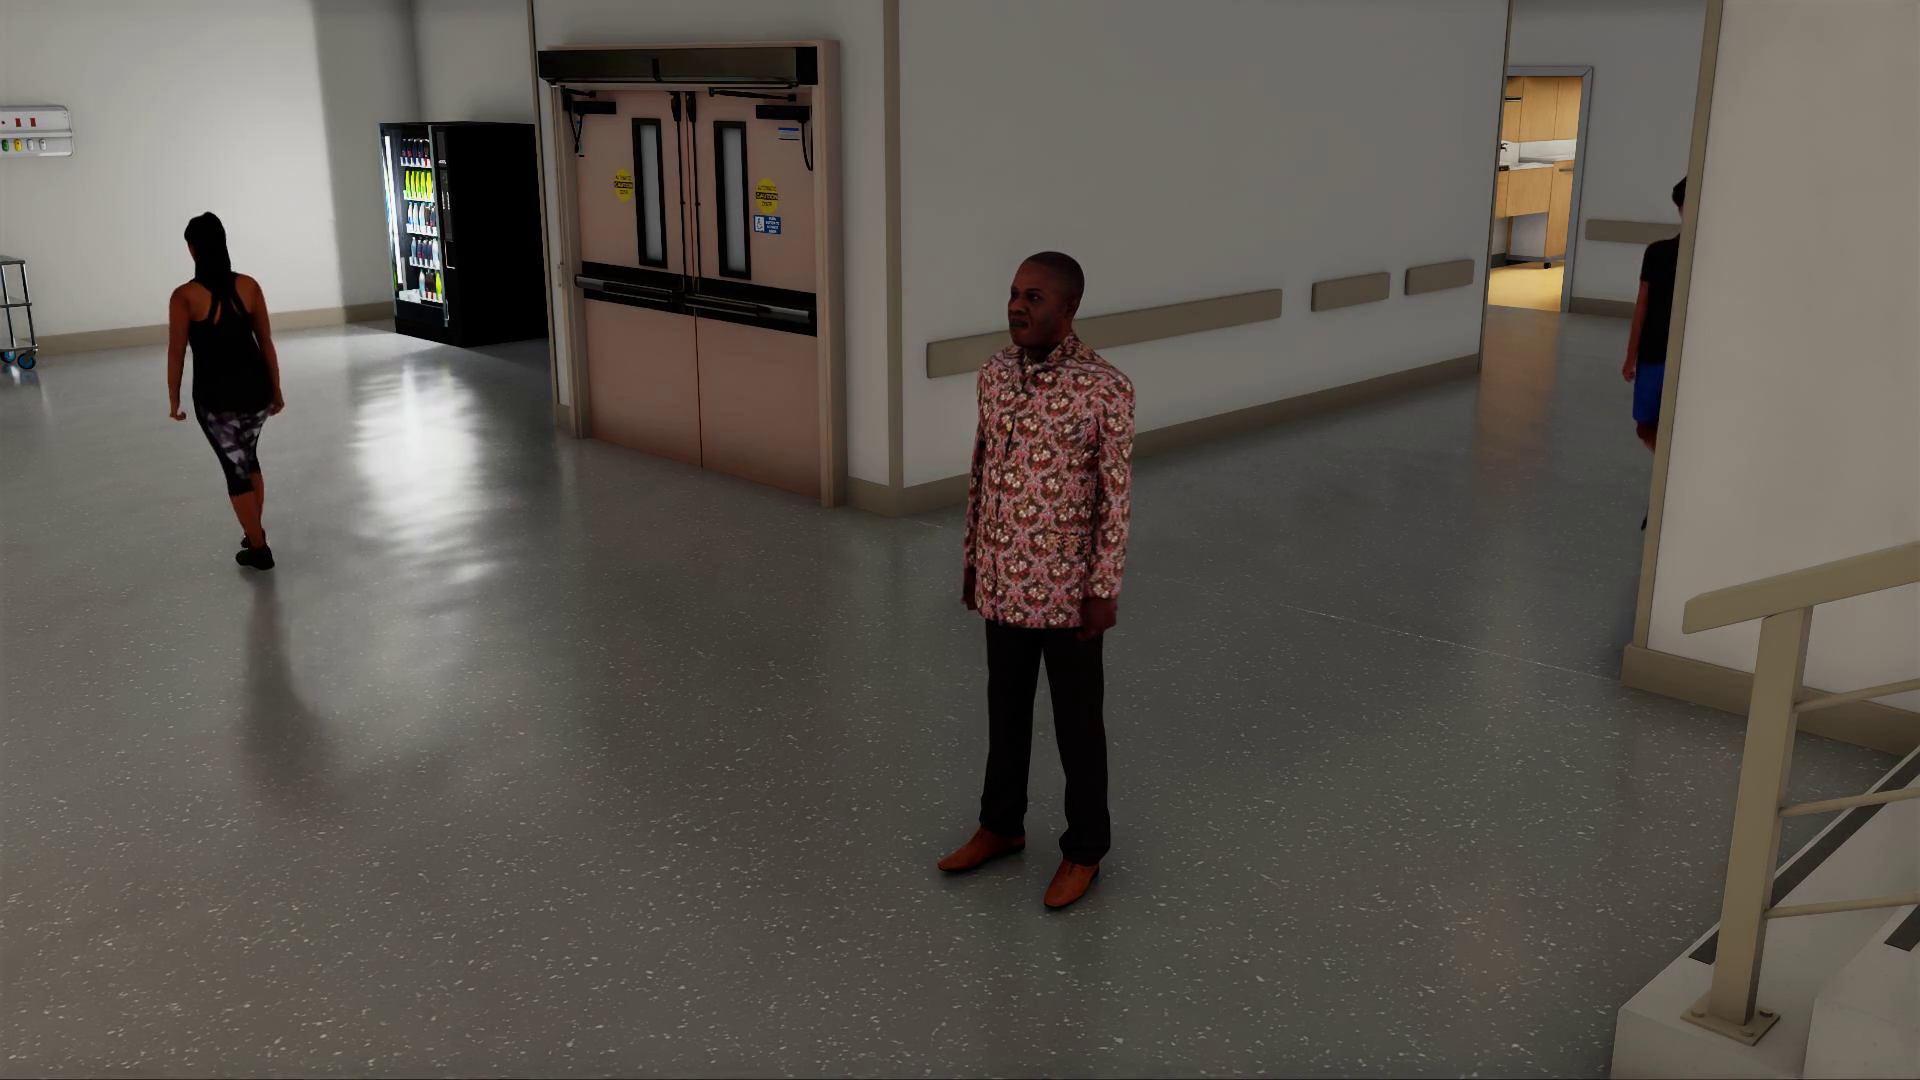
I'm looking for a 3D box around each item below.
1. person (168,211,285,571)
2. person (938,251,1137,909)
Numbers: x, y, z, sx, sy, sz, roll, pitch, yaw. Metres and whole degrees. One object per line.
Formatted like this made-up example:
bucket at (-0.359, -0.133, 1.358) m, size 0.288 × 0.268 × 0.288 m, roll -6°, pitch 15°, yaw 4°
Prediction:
person at (-3.308, -0.662, 7.635) m, size 0.625 × 1.654 × 0.626 m, roll 14°, pitch 21°, yaw 40°
person at (0.237, 0.100, 4.645) m, size 0.564 × 1.808 × 0.762 m, roll 12°, pitch 20°, yaw 36°
